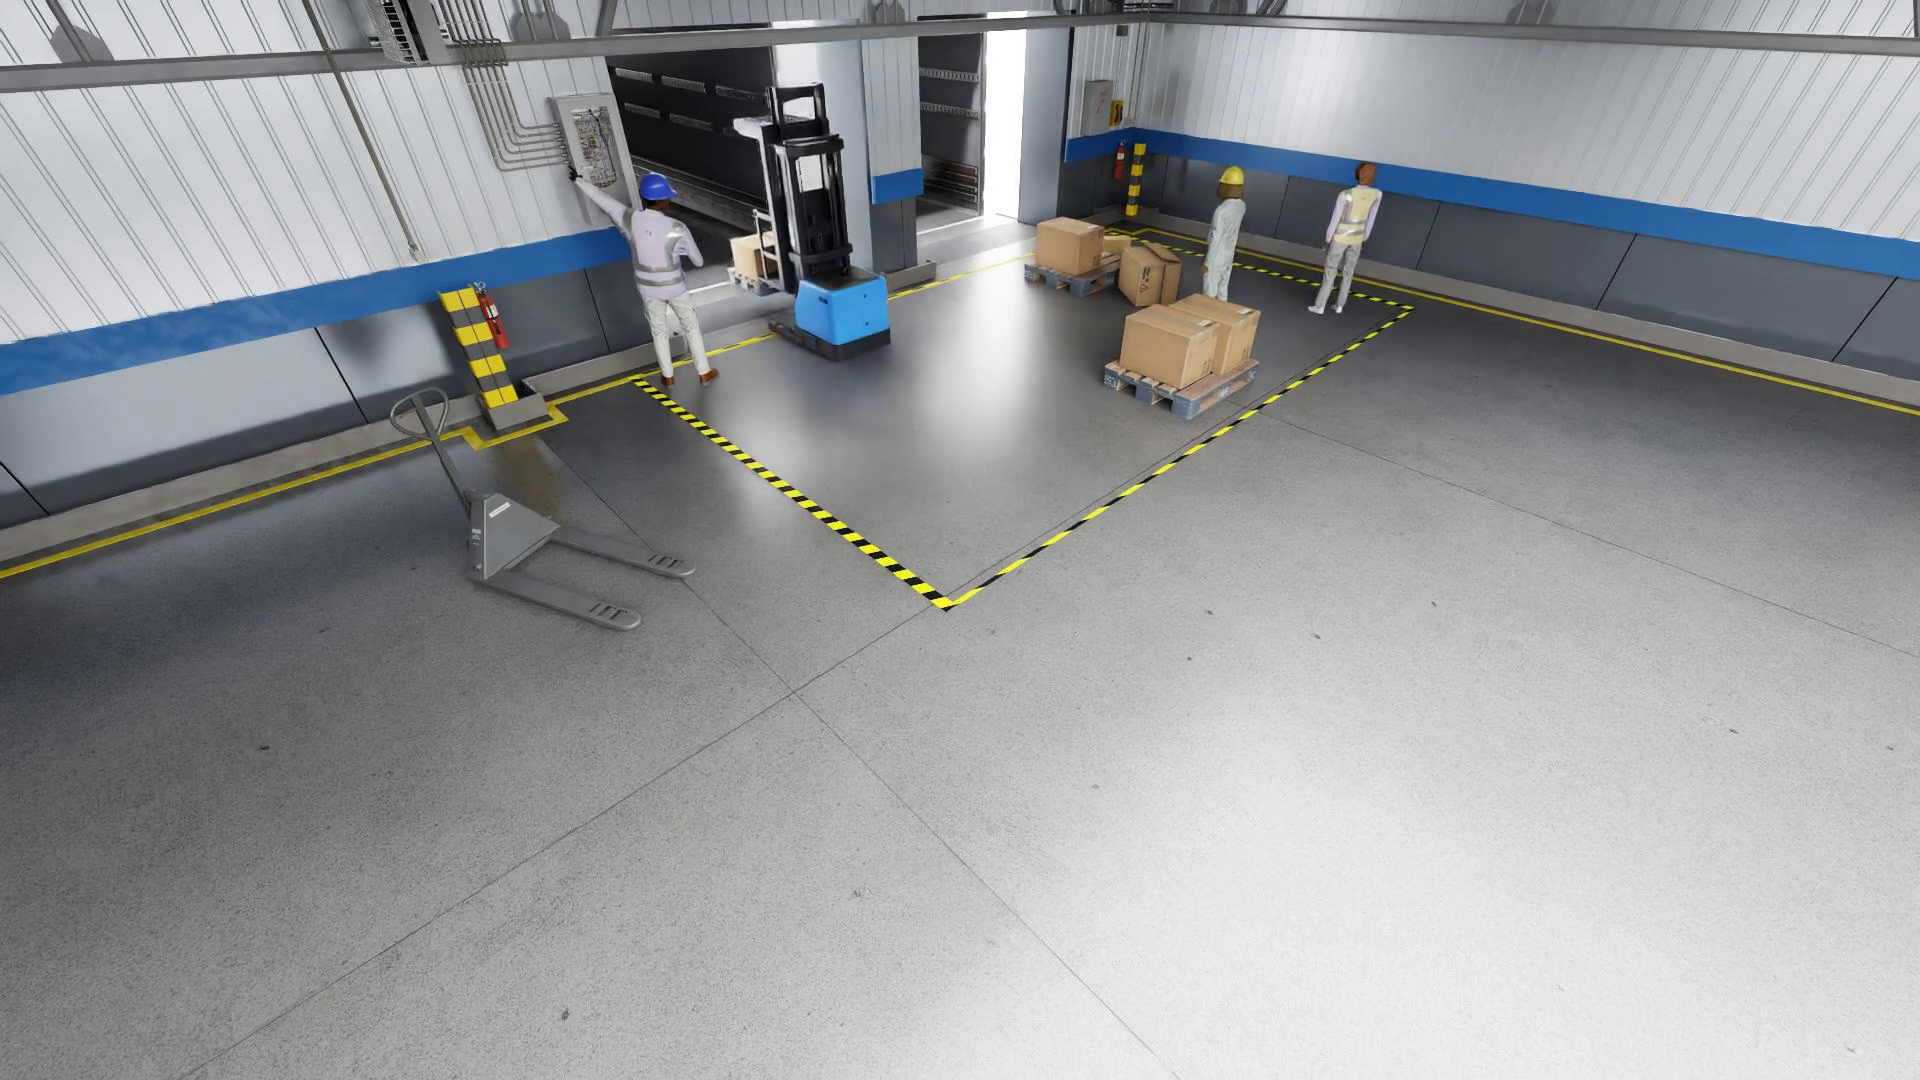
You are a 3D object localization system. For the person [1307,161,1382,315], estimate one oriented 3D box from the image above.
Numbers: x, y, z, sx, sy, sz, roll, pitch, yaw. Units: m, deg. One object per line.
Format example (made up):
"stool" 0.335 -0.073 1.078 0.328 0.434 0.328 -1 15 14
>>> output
"person" 4.381 -3.388 8.328 0.522 1.638 0.308 -3 38 -4

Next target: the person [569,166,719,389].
"person" -2.884 -2.397 6.830 1.068 1.908 0.685 -4 38 -5

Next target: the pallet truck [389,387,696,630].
"pallet truck" -2.613 -0.247 4.593 1.601 1.201 0.680 14 40 17

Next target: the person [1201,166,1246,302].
"person" 2.689 -2.949 7.675 0.492 1.742 0.318 -30 47 -33

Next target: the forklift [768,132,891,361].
"forklift" -1.294 -2.937 7.417 0.716 2.013 0.776 -30 47 -33
